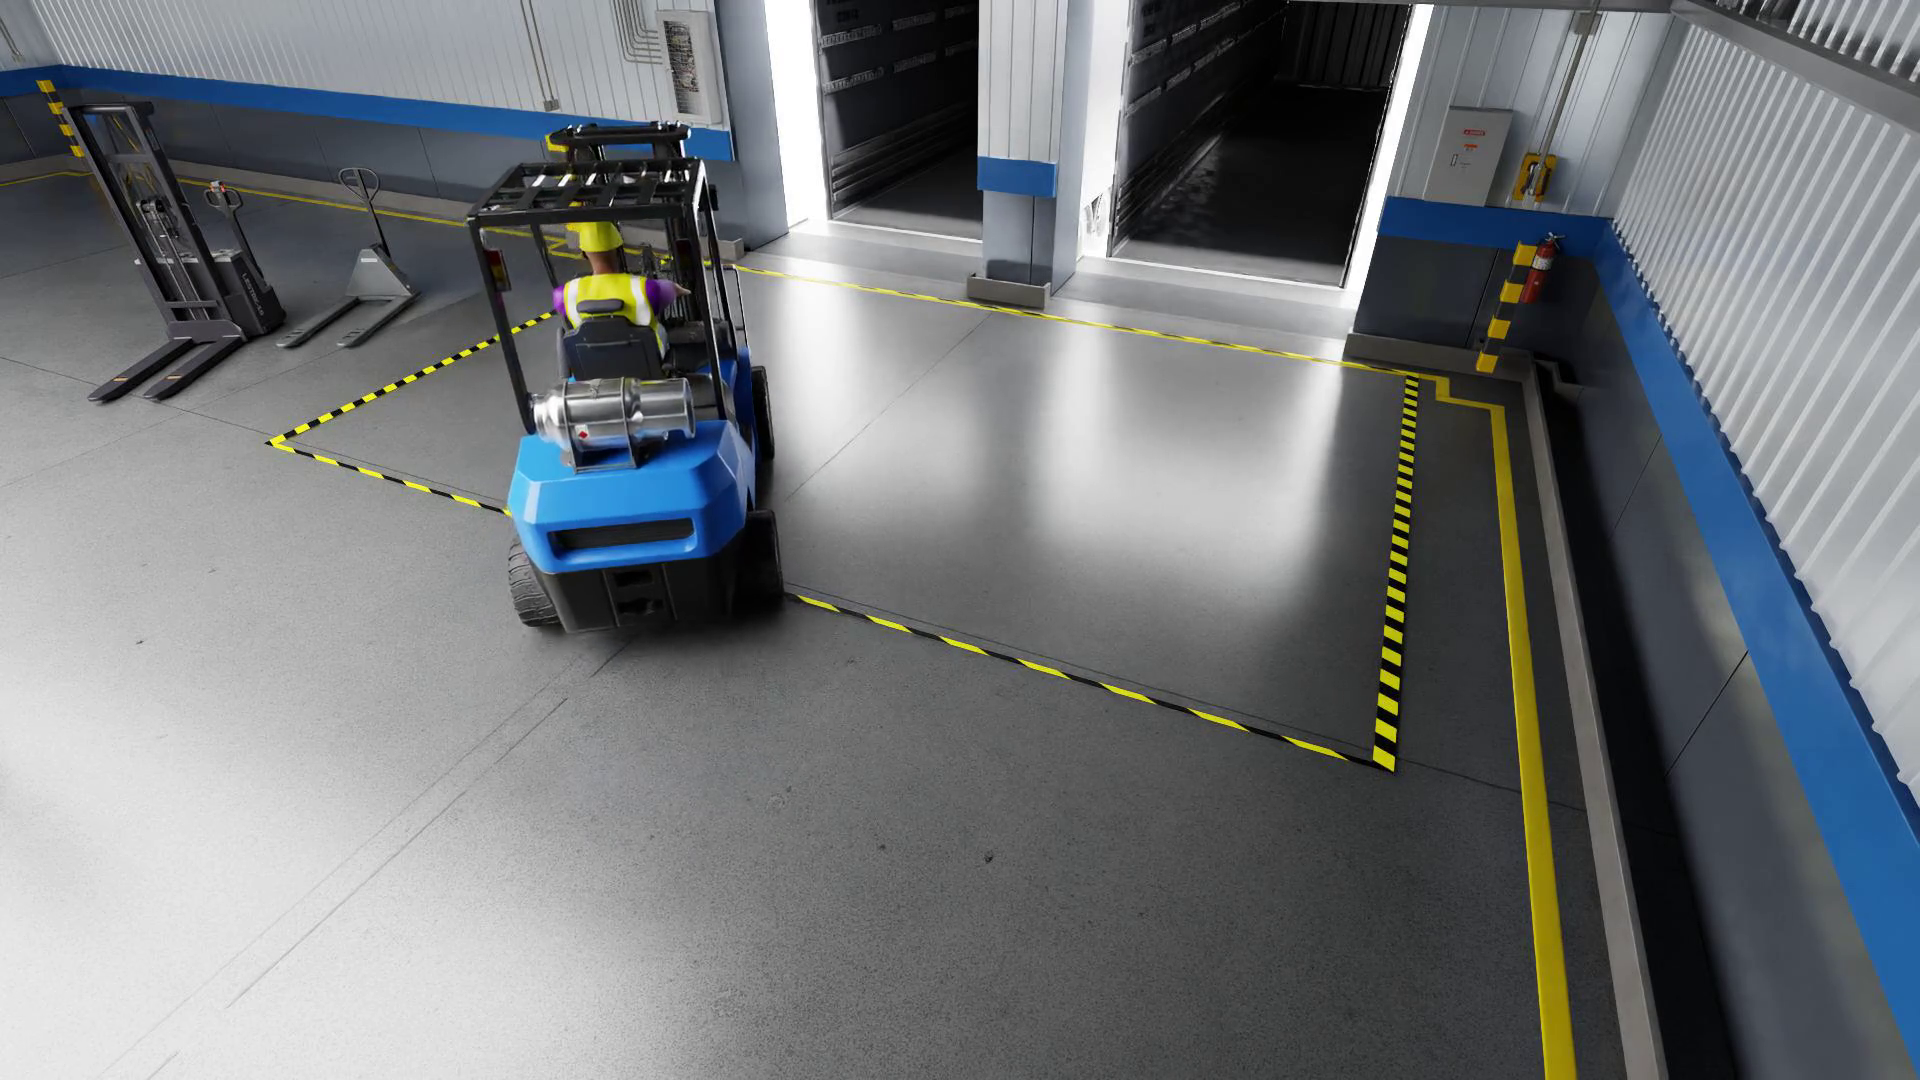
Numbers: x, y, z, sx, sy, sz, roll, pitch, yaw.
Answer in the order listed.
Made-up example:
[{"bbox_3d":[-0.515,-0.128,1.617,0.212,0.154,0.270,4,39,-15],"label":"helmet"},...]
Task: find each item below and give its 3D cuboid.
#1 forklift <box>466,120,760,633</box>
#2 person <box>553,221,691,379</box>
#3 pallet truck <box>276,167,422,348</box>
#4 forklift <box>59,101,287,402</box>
[{"bbox_3d":[-1.847,-1.071,5.242,1.157,2.036,2.680,-6,35,-8],"label":"forklift"},{"bbox_3d":[-1.851,-1.259,5.184,0.635,1.293,1.004,-6,35,-8],"label":"person"},{"bbox_3d":[-5.732,-2.611,8.414,0.680,1.201,1.601,-1,35,-1],"label":"pallet truck"},{"bbox_3d":[-6.686,-2.387,7.434,0.823,1.965,1.885,-3,35,-5],"label":"forklift"}]
